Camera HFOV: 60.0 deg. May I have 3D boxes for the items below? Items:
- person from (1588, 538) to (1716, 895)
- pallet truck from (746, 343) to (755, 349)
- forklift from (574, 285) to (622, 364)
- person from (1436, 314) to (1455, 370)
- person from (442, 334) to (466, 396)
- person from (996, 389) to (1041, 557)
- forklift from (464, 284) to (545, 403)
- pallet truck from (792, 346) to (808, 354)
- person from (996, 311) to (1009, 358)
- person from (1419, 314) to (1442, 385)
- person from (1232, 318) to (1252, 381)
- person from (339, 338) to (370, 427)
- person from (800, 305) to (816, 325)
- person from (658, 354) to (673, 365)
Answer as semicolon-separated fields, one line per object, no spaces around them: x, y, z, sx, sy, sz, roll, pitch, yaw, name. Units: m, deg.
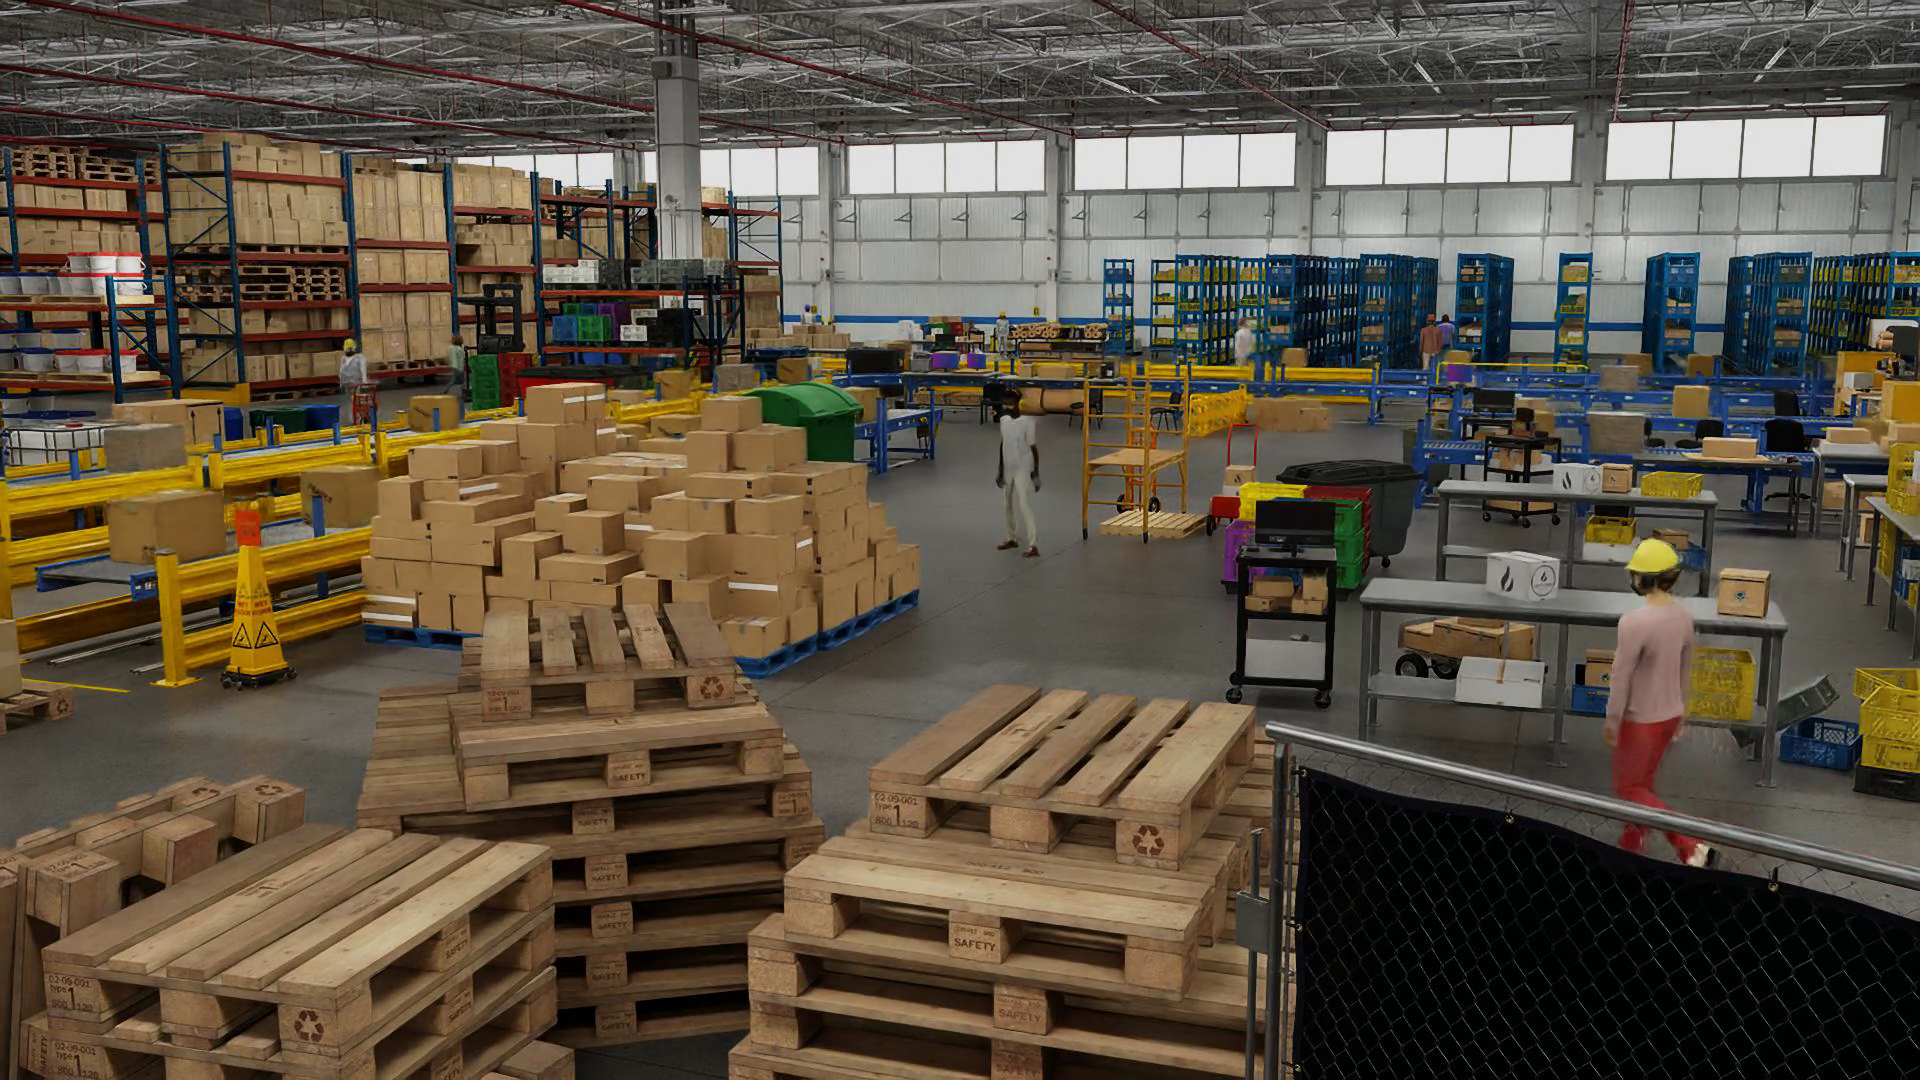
3.429;0.868;8.167;0.532;1.746;0.662;-6;11;-34;person
-6.183;-4.618;44.264;1.601;1.201;0.680;-9;12;-43;pallet truck
-10.426;-6.193;48.973;1.129;2.768;1.873;6;11;35;forklift
14.790;-5.952;50.727;0.564;1.837;0.388;0;9;2;person
-12.211;-4.172;40.261;0.501;1.609;0.716;6;11;34;person
0.646;-0.741;18.078;0.505;1.834;0.673;-9;12;-43;person
-10.832;-4.702;39.610;1.129;2.768;1.873;3;10;20;forklift
-3.705;-4.298;42.022;0.653;1.274;1.630;3;10;20;pallet truck
1.557;-7.508;60.822;0.480;1.733;0.336;-2;9;-11;person
12.638;-5.069;44.685;0.609;1.996;0.379;1;9;6;person
7.444;-4.933;44.136;0.432;1.894;0.669;8;12;41;person
-11.959;-3.084;32.841;0.598;1.803;0.810;4;10;21;person
-5.780;-7.997;63.345;0.611;1.914;0.813;-1;9;-9;person
-6.793;-3.910;38.385;0.534;1.676;0.385;8;12;43;person
